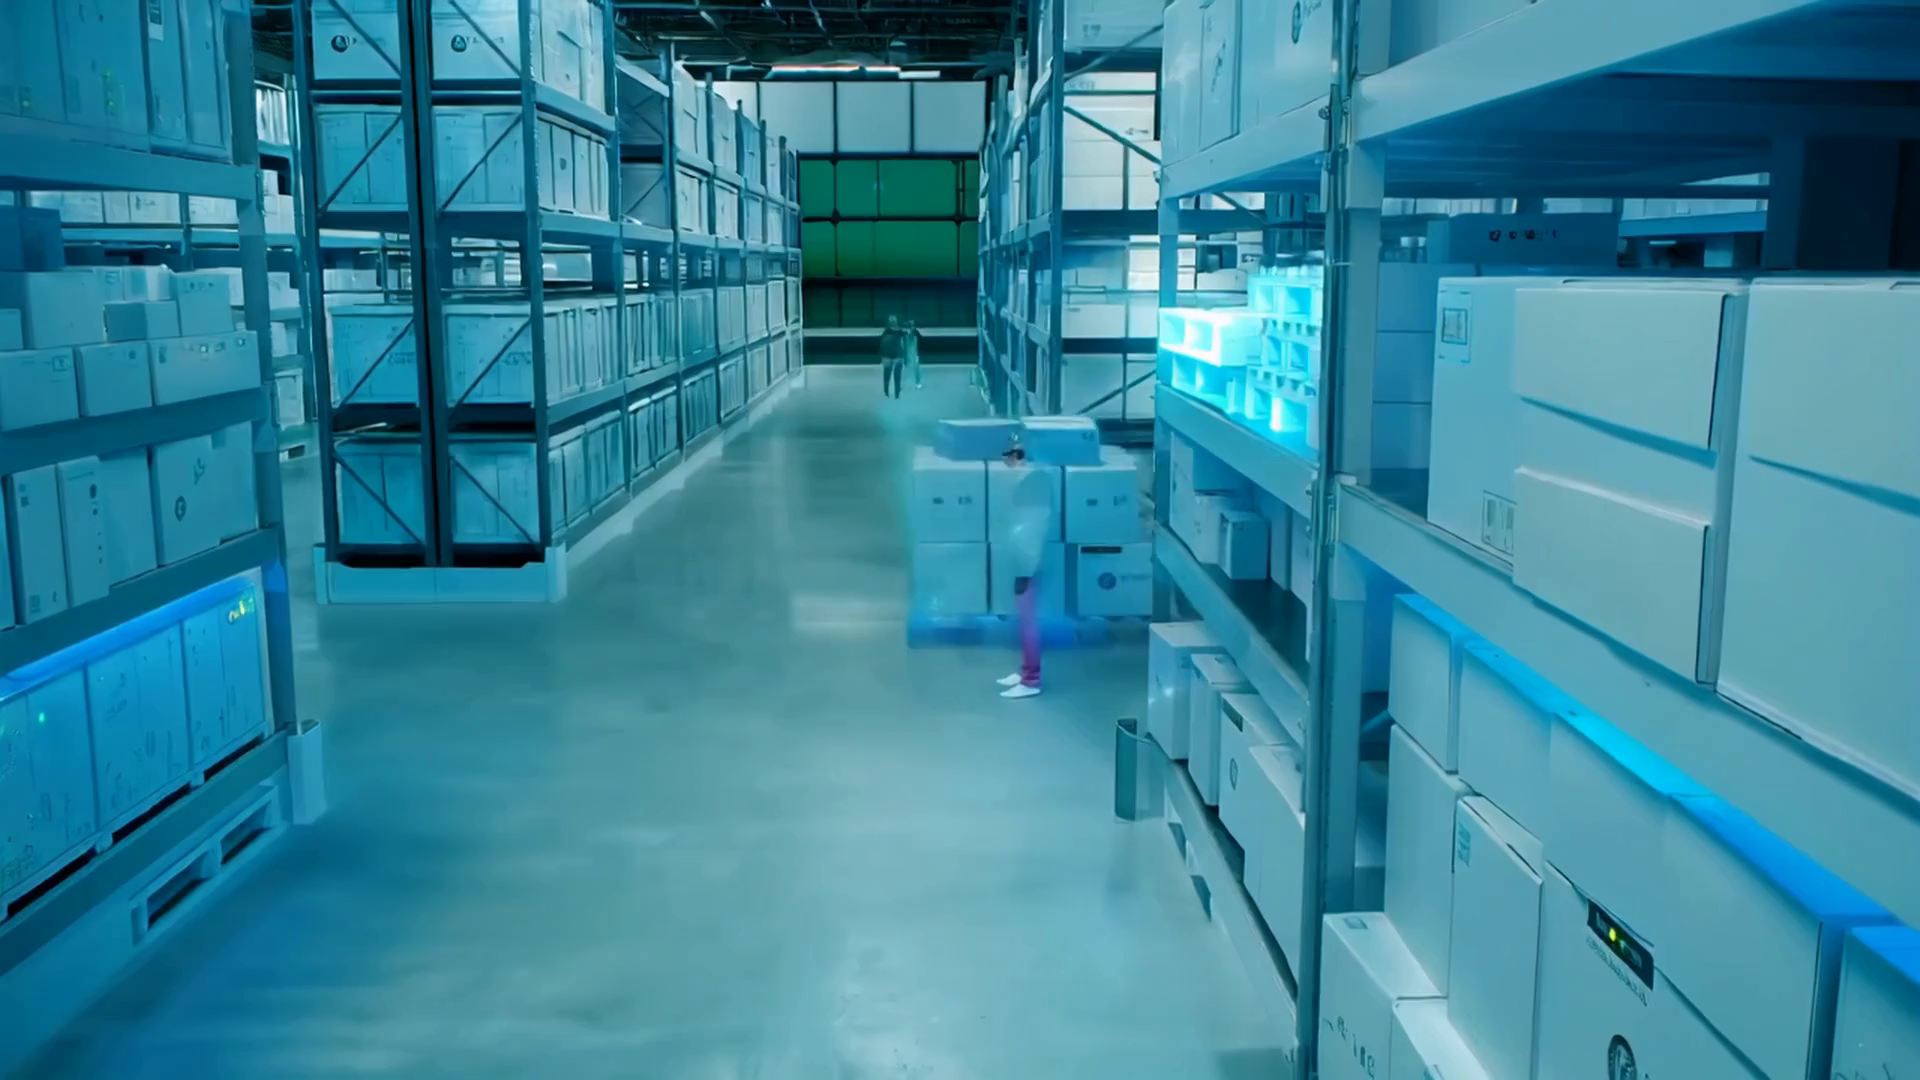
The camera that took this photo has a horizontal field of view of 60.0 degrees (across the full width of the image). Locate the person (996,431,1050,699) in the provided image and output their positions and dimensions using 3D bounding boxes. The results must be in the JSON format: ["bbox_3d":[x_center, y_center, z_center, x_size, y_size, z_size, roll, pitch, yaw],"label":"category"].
[{"bbox_3d":[0.428,0.170,11.813,0.407,1.902,0.639,0,9,1],"label":"person"}]

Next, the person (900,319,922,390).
[{"bbox_3d":[-1.221,-4.667,41.845,0.615,1.781,0.950,6,11,32],"label":"person"}]

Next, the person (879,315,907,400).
[{"bbox_3d":[-1.559,-4.266,38.770,0.636,1.970,0.629,-1,9,-4],"label":"person"}]
